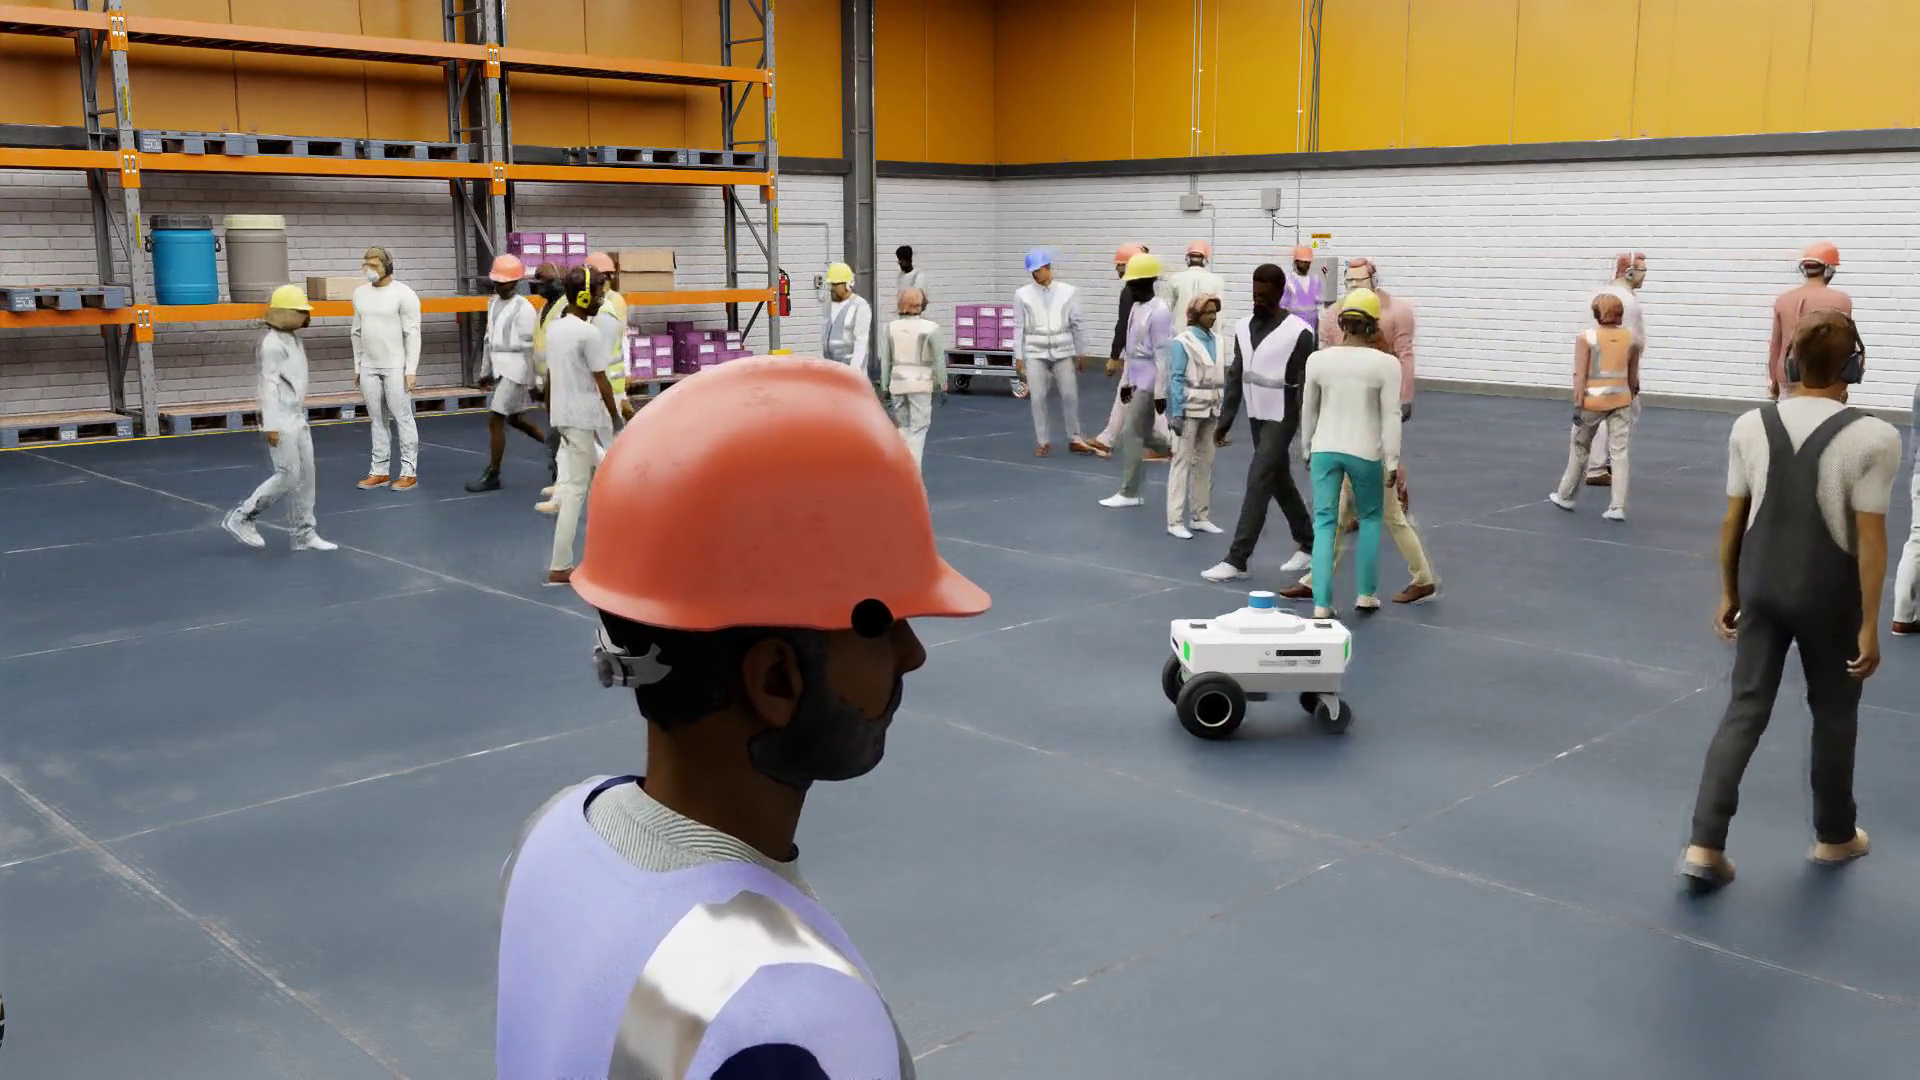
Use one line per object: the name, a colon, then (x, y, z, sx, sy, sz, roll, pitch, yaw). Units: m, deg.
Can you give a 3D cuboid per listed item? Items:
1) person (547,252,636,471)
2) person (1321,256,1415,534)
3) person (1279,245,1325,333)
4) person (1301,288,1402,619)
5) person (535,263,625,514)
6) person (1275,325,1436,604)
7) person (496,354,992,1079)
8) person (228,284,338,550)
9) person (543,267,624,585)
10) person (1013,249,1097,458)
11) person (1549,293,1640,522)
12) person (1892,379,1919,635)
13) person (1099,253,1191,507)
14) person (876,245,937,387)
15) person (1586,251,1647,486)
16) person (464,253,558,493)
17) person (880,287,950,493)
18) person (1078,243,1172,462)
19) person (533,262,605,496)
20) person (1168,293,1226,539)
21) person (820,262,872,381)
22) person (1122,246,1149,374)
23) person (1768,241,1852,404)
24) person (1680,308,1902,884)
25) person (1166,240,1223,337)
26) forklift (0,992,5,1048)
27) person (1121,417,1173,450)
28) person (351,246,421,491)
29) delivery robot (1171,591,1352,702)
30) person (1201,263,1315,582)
person: (-3.020, -1.497, 14.156, 1.013, 1.884, 0.566, -5, 12, -26)
person: (2.795, -0.989, 11.367, 0.674, 1.886, 0.603, 7, 13, 35)
person: (4.043, -2.478, 19.423, 0.568, 1.900, 0.878, -4, 11, -22)
person: (2.066, -0.448, 8.805, 0.556, 1.742, 0.640, 5, 11, 25)
person: (-2.729, -1.052, 11.888, 0.809, 1.811, 0.651, -6, 12, -30)
person: (2.231, -0.419, 9.084, 0.879, 1.582, 0.520, -1, 10, -5)
person: (-0.159, 0.822, 1.344, 0.374, 1.935, 0.552, -6, 12, -31)
person: (-4.335, -0.760, 10.562, 0.554, 1.721, 0.518, -1, 10, -3)
person: (-2.125, -0.663, 9.719, 0.766, 1.832, 0.507, -8, 13, -38)
person: (0.874, -1.687, 15.144, 0.797, 1.900, 0.398, -1, 10, -3)
person: (4.600, -0.963, 11.985, 0.540, 1.599, 0.811, -1, 10, -8)
person: (4.917, -0.290, 8.279, 0.311, 1.624, 0.493, -2, 11, -11)
person: (1.460, -1.183, 12.390, 0.772, 1.896, 0.601, -1, 10, -7)
person: (-0.635, -2.981, 22.236, 0.982, 1.906, 0.614, -9, 14, -40)
person: (5.328, -1.365, 13.393, 0.511, 1.886, 0.686, 1, 10, 8)
person: (-3.505, -1.335, 13.253, 0.903, 1.889, 0.566, -8, 13, -38)
person: (-0.356, -1.150, 12.951, 0.509, 1.622, 0.383, 6, 12, 29)
person: (1.496, -1.672, 14.913, 0.970, 1.944, 0.633, 4, 11, 19)
person: (-3.022, -1.234, 12.870, 0.525, 1.822, 0.668, -7, 13, -34)
person: (1.600, -0.833, 11.186, 0.522, 1.638, 0.310, -9, 14, -41)
person: (-1.078, -1.555, 14.731, 0.614, 1.773, 0.944, 9, 14, 42)
person: (2.558, -3.242, 23.702, 0.328, 1.873, 0.534, -5, 12, -26)
person: (6.265, -1.207, 12.285, 0.459, 1.977, 0.643, -5, 12, -27)
person: (2.609, 0.188, 5.167, 0.871, 1.811, 0.531, -9, 13, -39)
person: (2.509, -2.237, 17.959, 0.618, 1.966, 0.699, 1, 10, 3)
forklift: (-3.245, 0.323, 3.363, 2.313, 2.155, 1.214, 2, 11, 13)
person: (1.778, -1.637, 15.632, 0.517, 1.610, 0.548, 5, 11, 24)
person: (-4.564, -1.356, 13.220, 0.628, 1.940, 0.373, 4, 11, 20)
delivery robot: (1.239, 0.455, 6.863, 0.707, 0.478, 0.477, 0, 10, -1)
person: (1.847, -0.694, 9.838, 0.926, 1.866, 0.579, -5, 11, -25)
